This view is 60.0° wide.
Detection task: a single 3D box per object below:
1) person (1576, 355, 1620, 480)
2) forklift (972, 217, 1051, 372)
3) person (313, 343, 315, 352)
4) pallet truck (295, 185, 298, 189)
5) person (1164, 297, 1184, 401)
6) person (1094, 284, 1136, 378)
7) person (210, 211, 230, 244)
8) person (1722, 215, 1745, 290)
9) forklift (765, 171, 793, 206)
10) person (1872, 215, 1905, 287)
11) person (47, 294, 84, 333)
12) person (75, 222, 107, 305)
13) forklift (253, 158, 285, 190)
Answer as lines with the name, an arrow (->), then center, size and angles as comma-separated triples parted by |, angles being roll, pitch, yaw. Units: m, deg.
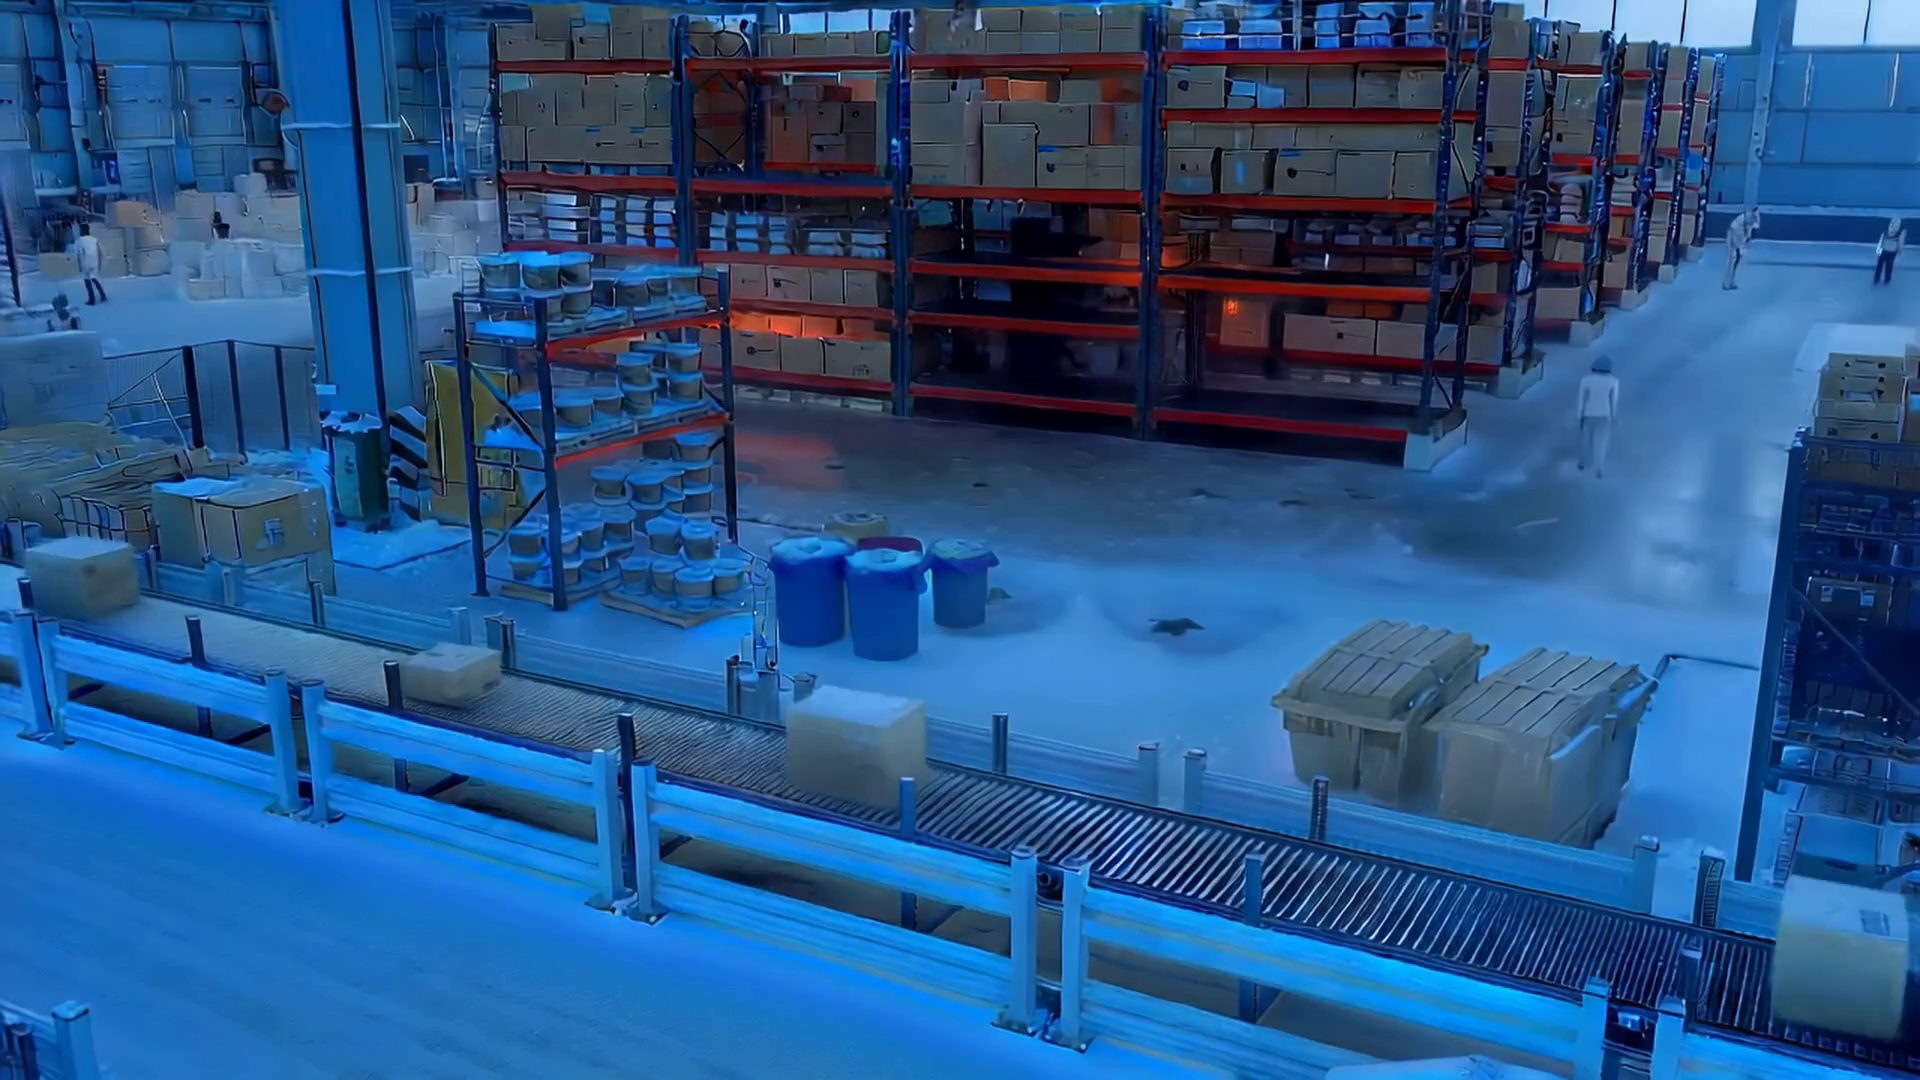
person -> 8.274, -1.596, 21.588 | 0.506, 1.605, 0.777 | 5, 16, 17
forklift -> 1.194, -4.124, 28.604 | 1.873, 2.768, 1.129 | 8, 17, 28
person -> -12.142, -4.399, 31.978 | 0.858, 1.642, 0.549 | -1, 15, -4
pallet truck -> -26.804, -14.617, 69.738 | 1.885, 1.965, 0.823 | -14, 20, -42
person -> 3.475, -3.115, 27.072 | 0.318, 1.700, 0.533 | -3, 15, -10
person -> 2.602, -3.564, 28.444 | 0.759, 1.881, 0.411 | 5, 16, 19
person -> -19.500, -7.716, 43.949 | 0.391, 1.920, 0.590 | 6, 16, 23
person -> 19.927, -7.388, 42.749 | 0.638, 1.904, 0.402 | -10, 18, -33
forklift -> -5.710, -10.508, 52.602 | 1.129, 2.768, 1.873 | 8, 17, 28
person -> 24.105, -7.493, 43.223 | 0.962, 1.855, 0.666 | -14, 20, -42
person -> -13.582, -2.770, 25.322 | 0.544, 1.936, 0.359 | -1, 15, -5
person -> -20.708, -6.559, 39.543 | 0.417, 1.952, 0.626 | 6, 16, 22
forklift -> -23.585, -11.676, 56.994 | 1.873, 2.768, 1.129 | 8, 17, 28
